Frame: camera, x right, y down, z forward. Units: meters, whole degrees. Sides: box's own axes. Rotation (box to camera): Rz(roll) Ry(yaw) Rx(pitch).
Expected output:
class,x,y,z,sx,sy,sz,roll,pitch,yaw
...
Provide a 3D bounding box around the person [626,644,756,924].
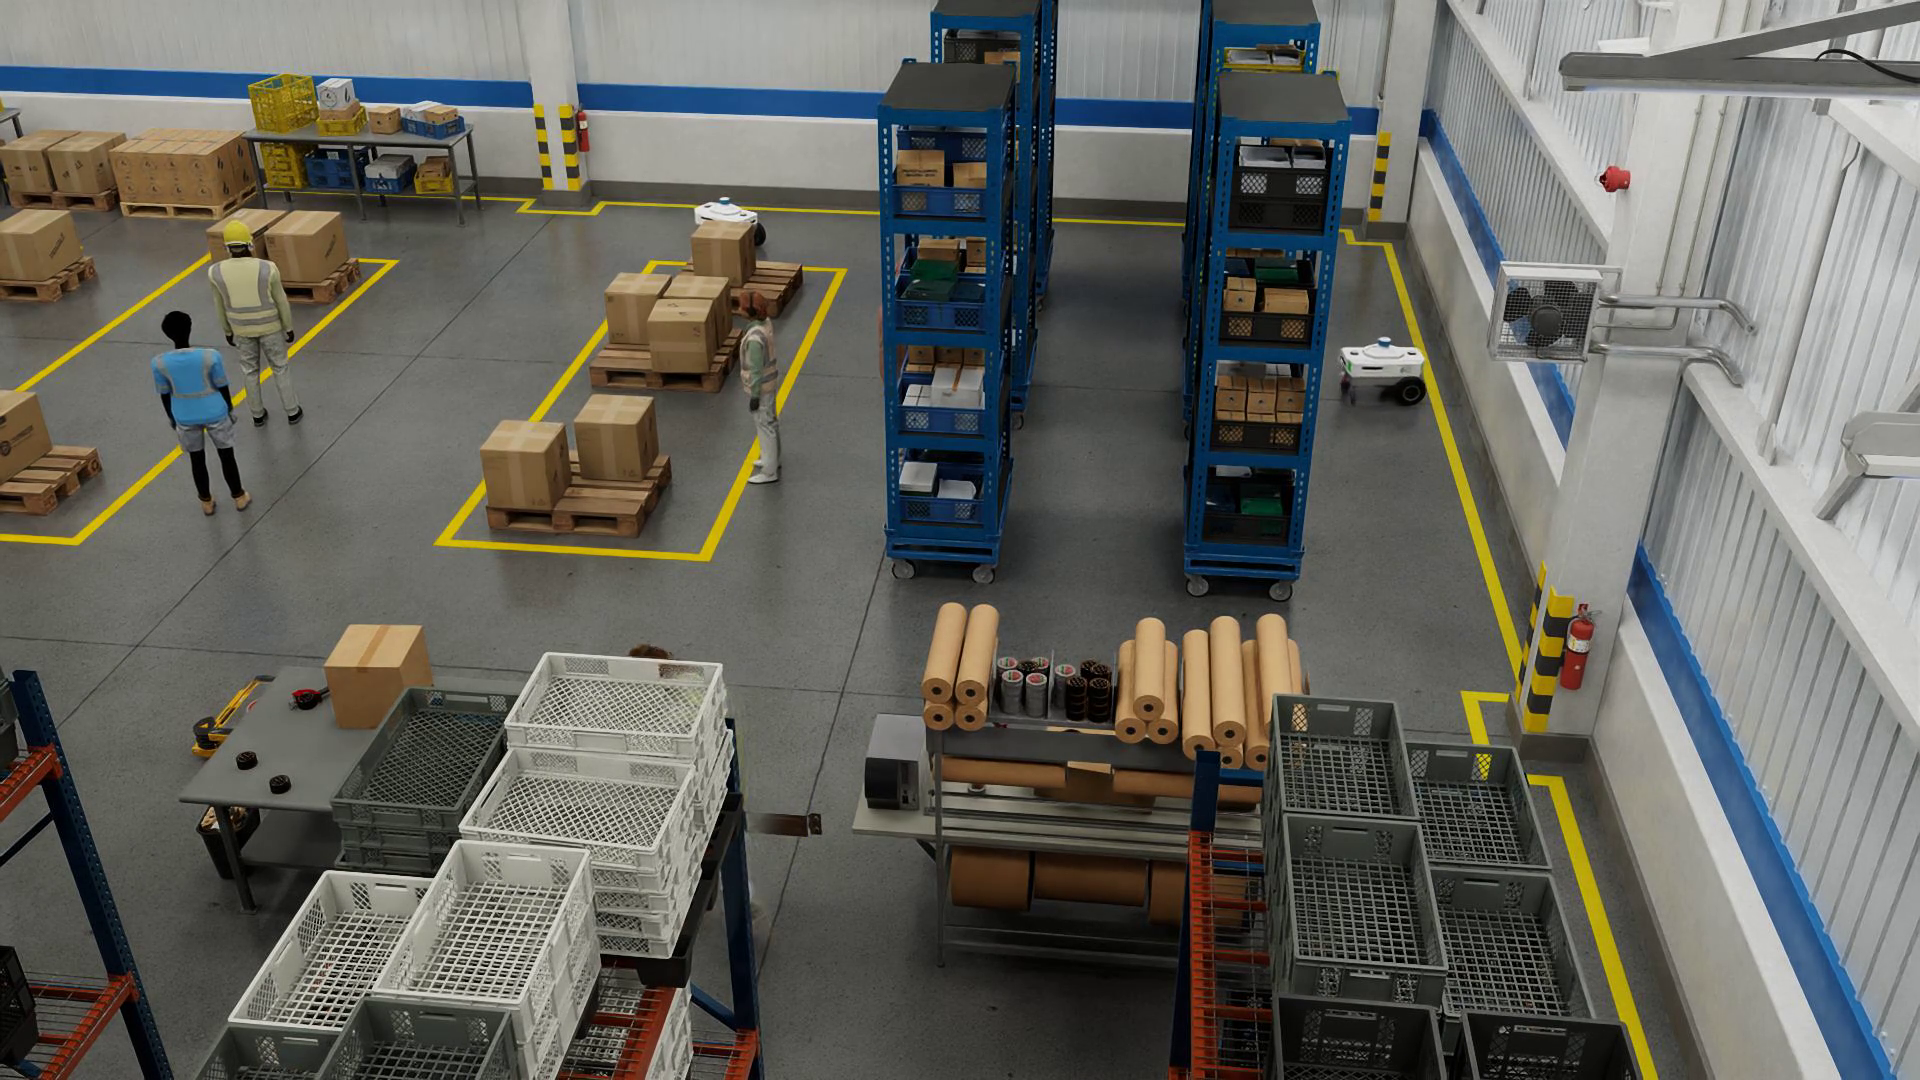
class,x,y,z,sx,sy,sz,roll,pitch,yaw
person,-1.489,1.341,8.820,0.725,1.824,0.623,20,36,31

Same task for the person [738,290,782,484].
class,x,y,z,sx,sy,sz,roll,pitch,yaw
person,-1.609,-1.243,13.431,0.310,1.636,0.522,1,30,2

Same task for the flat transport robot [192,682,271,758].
class,x,y,z,sx,sy,sz,roll,pitch,yaw
flat transport robot,-4.089,1.163,10.648,1.431,0.197,0.652,3,30,6

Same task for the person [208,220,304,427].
class,x,y,z,sx,sy,sz,roll,pitch,yaw
person,-6.038,-1.848,14.289,0.596,1.823,0.403,-4,30,-8

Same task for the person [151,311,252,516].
class,x,y,z,sx,sy,sz,roll,pitch,yaw
person,-5.901,-0.976,12.923,0.532,1.689,0.334,-6,31,-11

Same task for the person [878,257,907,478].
class,x,y,z,sx,sy,sz,roll,pitch,yaw
person,-0.375,-1.359,13.298,0.642,1.976,0.412,-25,39,-36

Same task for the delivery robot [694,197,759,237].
class,x,y,z,sx,sy,sz,roll,pitch,yaw
delivery robot,-2.585,-3.535,18.347,0.707,0.478,0.477,18,35,28

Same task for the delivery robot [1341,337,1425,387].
class,x,y,z,sx,sy,sz,roll,pitch,yaw
delivery robot,3.806,-1.592,15.011,0.707,0.478,0.477,0,30,0
